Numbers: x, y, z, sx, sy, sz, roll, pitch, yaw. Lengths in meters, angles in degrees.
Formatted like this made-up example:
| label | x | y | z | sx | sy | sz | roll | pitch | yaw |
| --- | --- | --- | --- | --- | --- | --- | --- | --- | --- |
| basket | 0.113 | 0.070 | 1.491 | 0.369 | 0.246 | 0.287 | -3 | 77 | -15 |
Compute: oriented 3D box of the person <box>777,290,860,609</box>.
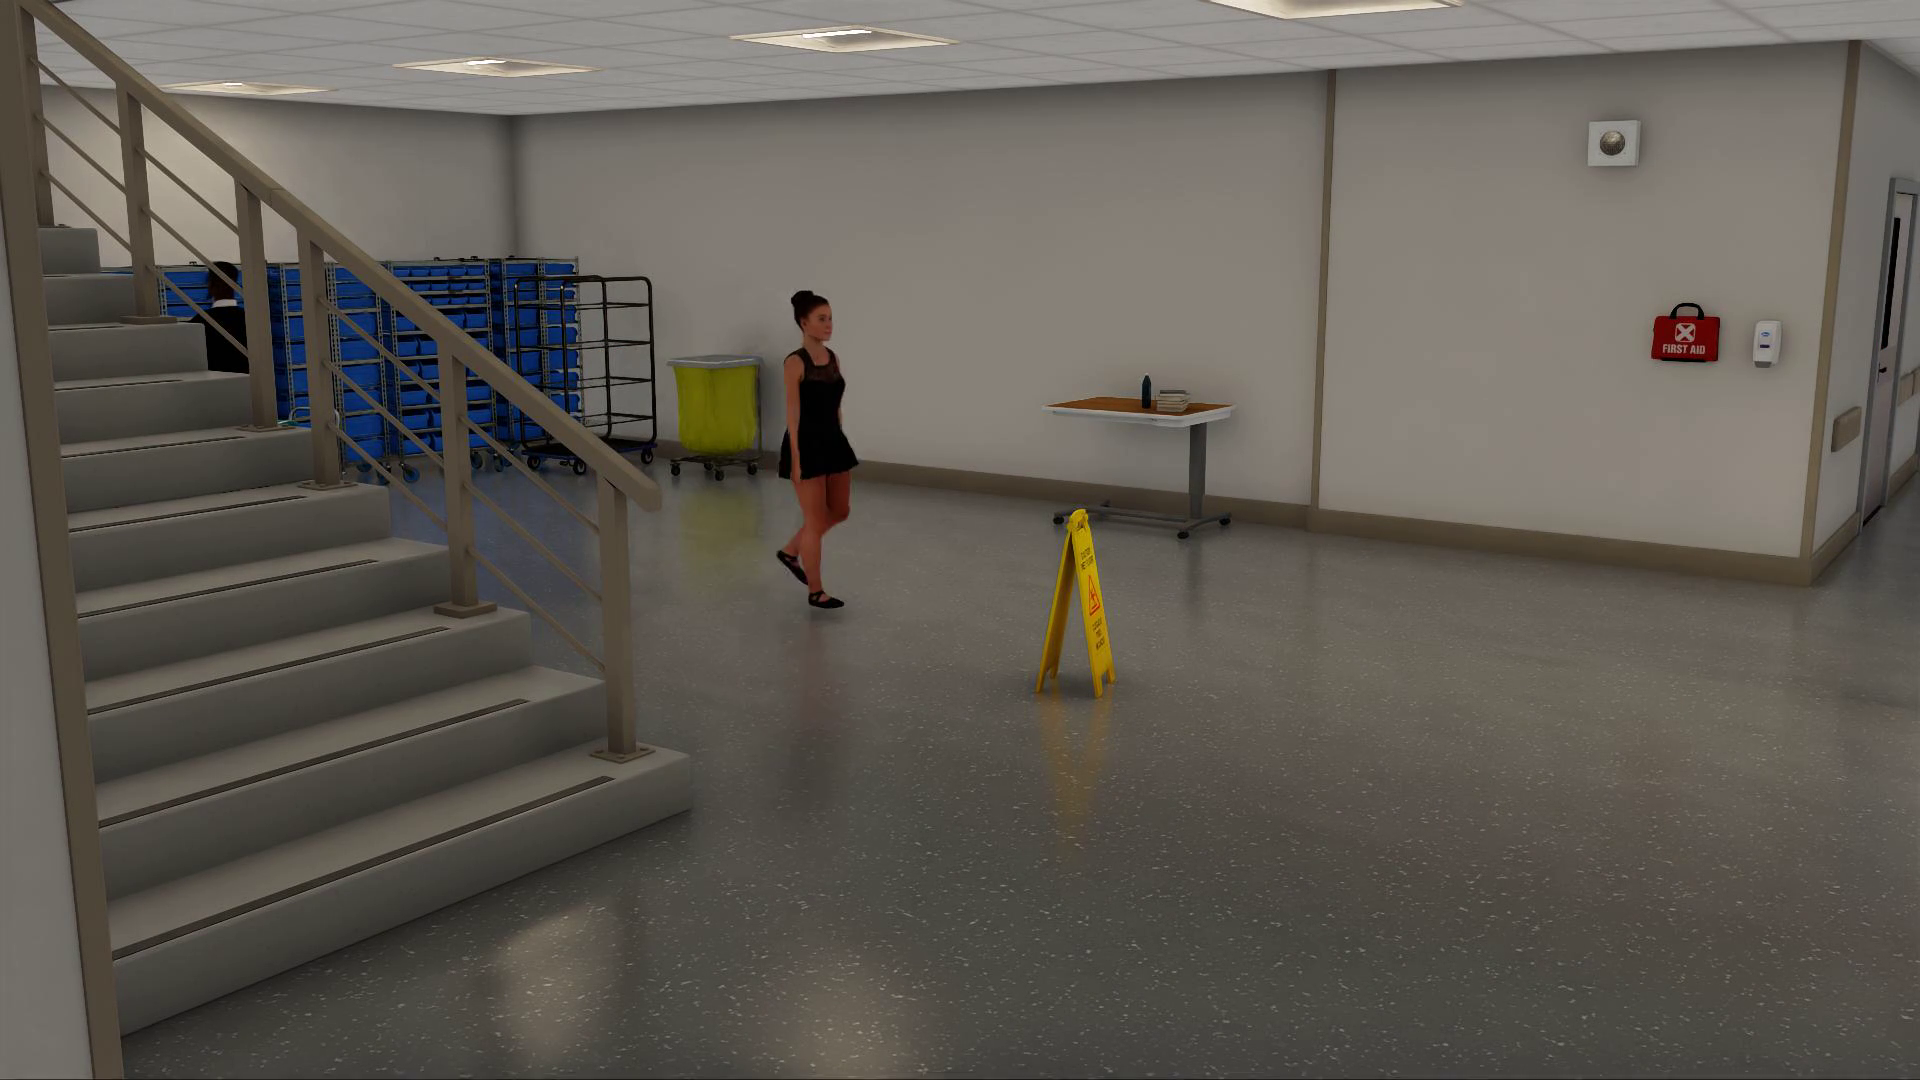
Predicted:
| label | x | y | z | sx | sy | sz | roll | pitch | yaw |
| --- | --- | --- | --- | --- | --- | --- | --- | --- | --- |
| person | -0.826 | -0.472 | 8.823 | 0.711 | 1.665 | 0.580 | 8 | 13 | 35 |

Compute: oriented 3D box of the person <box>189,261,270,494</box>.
| label | x | y | z | sx | sy | sz | roll | pitch | yaw |
| --- | --- | --- | --- | --- | --- | --- | --- | --- | --- |
| person | -4.280 | -0.739 | 9.840 | 0.558 | 1.810 | 0.642 | 9 | 14 | 39 |
